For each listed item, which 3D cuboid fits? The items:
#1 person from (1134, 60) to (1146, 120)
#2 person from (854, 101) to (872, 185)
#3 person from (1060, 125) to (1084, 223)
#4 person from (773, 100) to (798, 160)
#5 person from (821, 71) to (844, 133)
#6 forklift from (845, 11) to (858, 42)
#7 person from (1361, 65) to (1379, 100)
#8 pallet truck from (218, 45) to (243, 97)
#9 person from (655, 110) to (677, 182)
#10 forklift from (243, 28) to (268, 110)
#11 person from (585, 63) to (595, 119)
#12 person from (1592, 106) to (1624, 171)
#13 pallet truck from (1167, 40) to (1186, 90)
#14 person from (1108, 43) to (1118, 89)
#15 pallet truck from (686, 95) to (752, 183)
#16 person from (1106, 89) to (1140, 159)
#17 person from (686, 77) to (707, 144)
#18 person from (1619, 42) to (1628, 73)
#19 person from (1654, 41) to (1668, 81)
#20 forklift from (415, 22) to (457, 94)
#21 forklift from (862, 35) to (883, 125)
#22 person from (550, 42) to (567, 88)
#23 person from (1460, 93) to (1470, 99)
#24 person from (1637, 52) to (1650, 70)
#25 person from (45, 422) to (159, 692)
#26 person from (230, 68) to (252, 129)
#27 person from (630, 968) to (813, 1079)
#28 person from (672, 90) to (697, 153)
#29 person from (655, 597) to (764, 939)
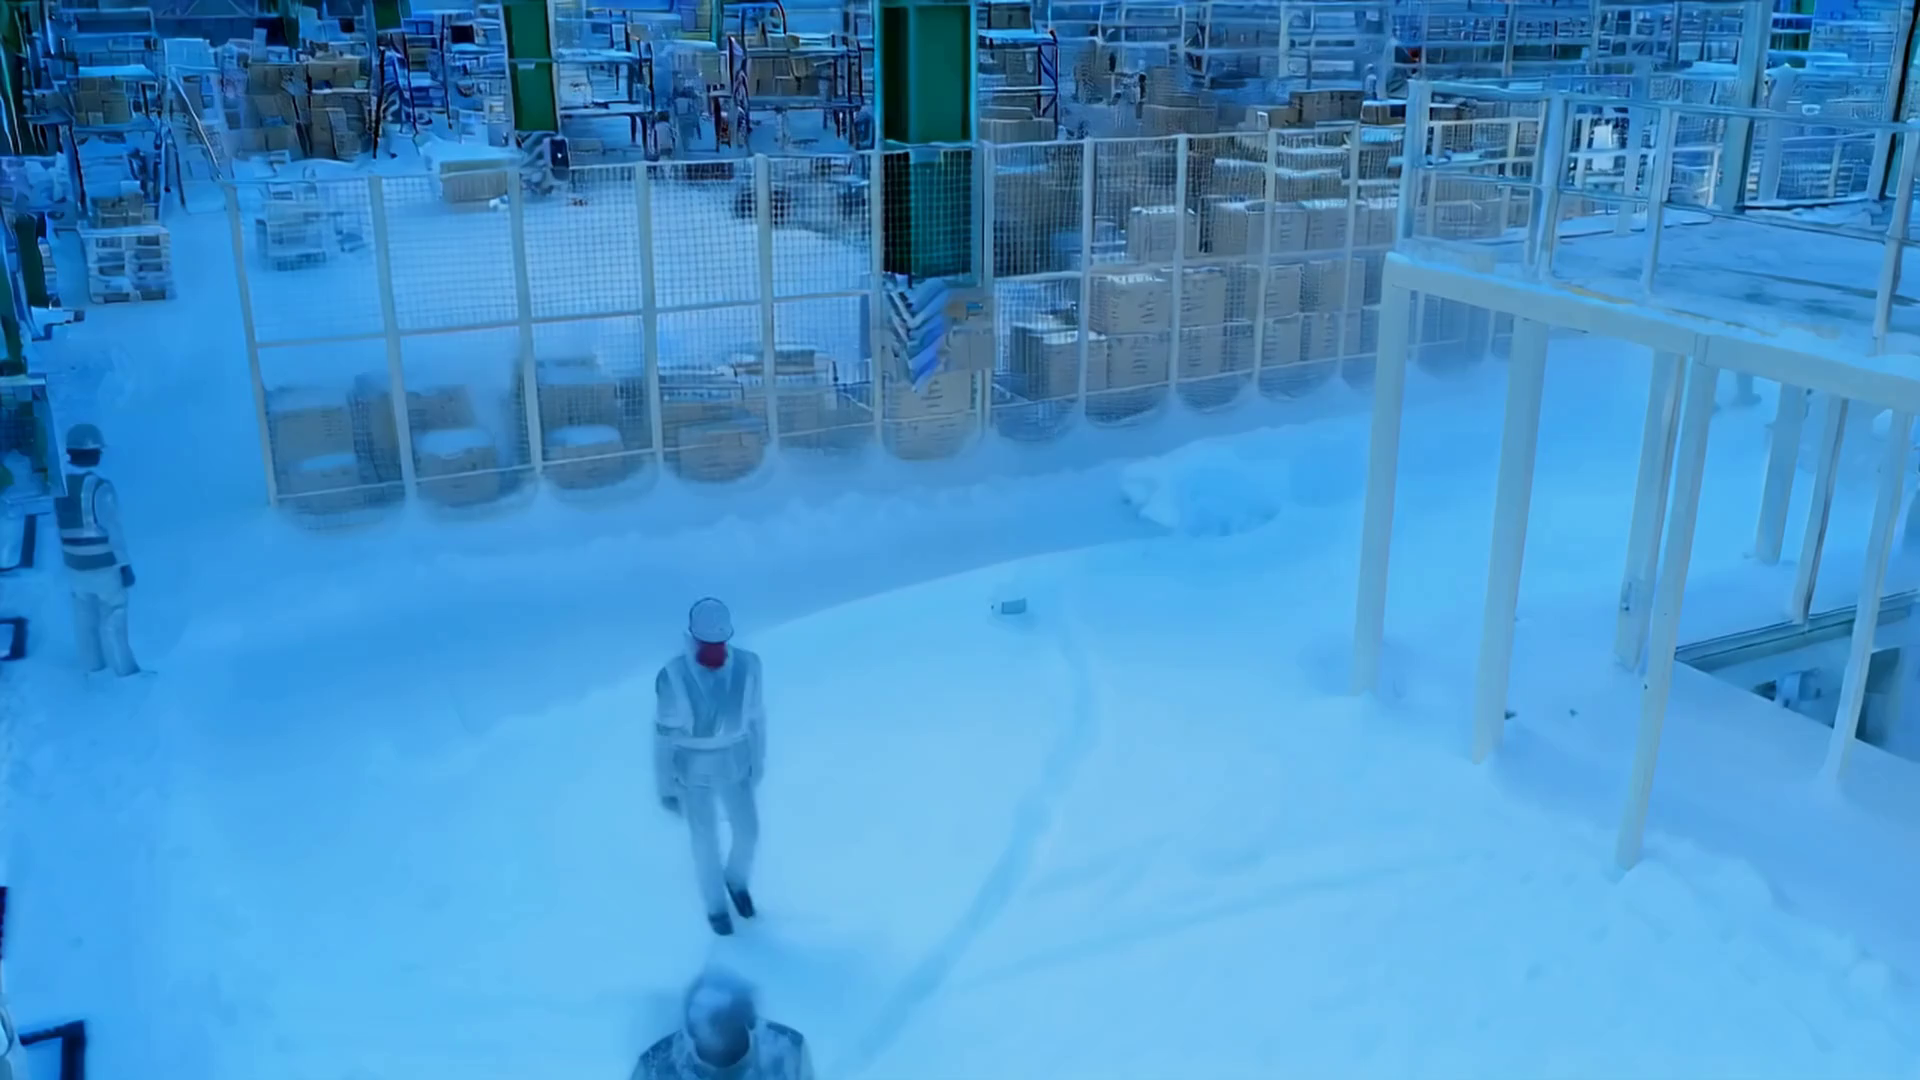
[{"bbox_3d":[6.076,-15.124,55.891,0.361,1.963,0.613,-5,20,-15],"label":"person"},{"bbox_3d":[-2.288,-9.333,39.155,0.370,1.934,0.627,9,21,25],"label":"person"},{"bbox_3d":[2.321,-7.360,33.456,0.629,1.926,0.457,1,19,2],"label":"person"},{"bbox_3d":[-4.483,-10.358,42.465,0.833,1.708,0.484,-14,24,-36],"label":"person"},{"bbox_3d":[-4.011,-13.587,51.598,0.611,1.875,1.004,12,22,31],"label":"person"},{"bbox_3d":[-5.436,-25.090,83.401,1.873,2.768,1.129,-9,21,-25],"label":"forklift"},{"bbox_3d":[13.349,-14.552,54.352,0.571,1.883,0.868,8,21,23],"label":"person"},{"bbox_3d":[-28.879,-18.665,66.111,0.823,1.965,1.885,-3,19,-9],"label":"pallet truck"},{"bbox_3d":[-7.022,-9.437,39.810,0.569,1.680,0.549,10,21,26],"label":"person"},{"bbox_3d":[-24.981,-16.906,59.677,1.873,2.768,1.129,-9,21,-25],"label":"forklift"},{"bbox_3d":[-12.535,-15.209,56.343,0.341,1.839,0.501,-3,19,-7],"label":"person"},{"bbox_3d":[14.563,-8.859,37.618,0.536,2.000,0.673,-11,22,-30],"label":"person"},{"bbox_3d":[9.045,-19.971,69.895,0.823,1.965,1.885,-3,19,-8],"label":"pallet truck"},{"bbox_3d":[6.471,-19.981,70.128,0.325,1.865,0.512,11,22,28],"label":"person"},{"bbox_3d":[-5.836,-9.608,39.856,0.823,1.965,1.885,10,22,27],"label":"pallet truck"},{"bbox_3d":[4.390,-11.079,44.376,0.877,1.841,0.525,9,21,25],"label":"person"},{"bbox_3d":[-7.697,-12.552,48.552,0.588,1.899,0.905,-6,20,-16],"label":"person"},{"bbox_3d":[31.275,-22.695,77.912,0.526,1.917,0.556,2,19,7],"label":"person"},{"bbox_3d":[31.754,-21.735,75.218,0.633,1.879,1.029,15,24,37],"label":"person"},{"bbox_3d":[-21.449,-19.504,67.209,1.129,2.768,1.873,10,22,27],"label":"forklift"},{"bbox_3d":[-2.201,-14.838,53.682,1.873,2.768,1.129,-9,21,-25],"label":"forklift"},{"bbox_3d":[-17.136,-20.235,70.788,0.543,1.914,0.582,17,25,41],"label":"person"},{"bbox_3d":[13.466,-11.206,44.883,0.429,1.740,0.532,-1,19,-2],"label":"person"},{"bbox_3d":[27.498,-18.744,66.810,0.569,1.671,0.546,-8,21,-23],"label":"person"},{"bbox_3d":[-6.074,0.126,11.731,0.614,1.933,0.412,8,20,21],"label":"person"},{"bbox_3d":[-22.402,-13.713,51.852,0.555,1.926,0.396,-7,20,-20],"label":"person"},{"bbox_3d":[-0.780,2.270,5.658,0.625,1.843,0.430,-5,20,-15],"label":"person"},{"bbox_3d":[-7.459,-11.261,44.981,0.640,1.792,0.972,-5,20,-13],"label":"person"},{"bbox_3d":[-1.273,1.197,8.666,0.595,1.911,0.418,-7,20,-20],"label":"person"}]
